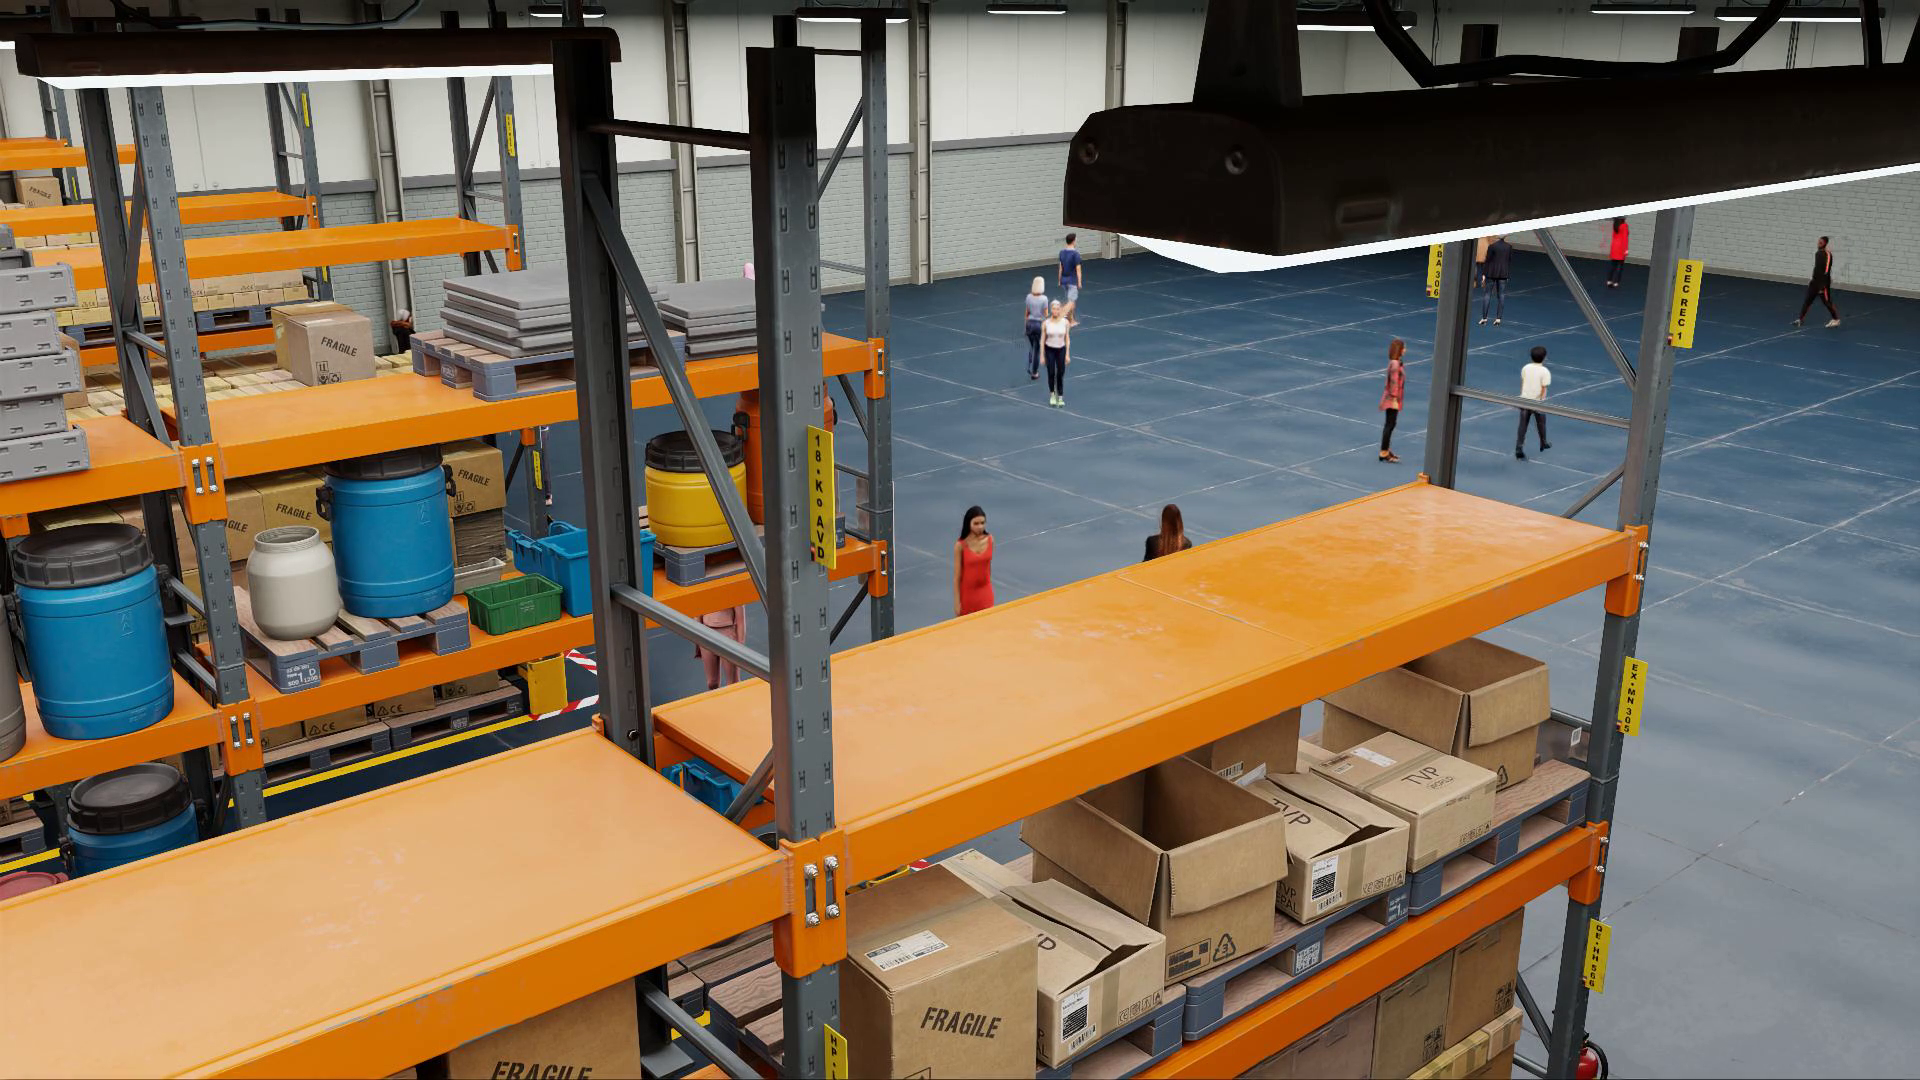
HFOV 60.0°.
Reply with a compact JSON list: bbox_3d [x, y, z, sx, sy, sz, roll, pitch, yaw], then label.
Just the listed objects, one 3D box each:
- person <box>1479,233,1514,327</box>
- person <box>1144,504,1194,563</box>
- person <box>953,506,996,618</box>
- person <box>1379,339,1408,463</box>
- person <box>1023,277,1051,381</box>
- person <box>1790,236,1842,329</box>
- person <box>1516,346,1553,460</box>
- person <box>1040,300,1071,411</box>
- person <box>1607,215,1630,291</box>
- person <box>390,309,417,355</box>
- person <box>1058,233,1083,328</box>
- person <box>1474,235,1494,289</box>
[{"bbox_3d":[9.451,-4.681,29.410,0.814,1.783,0.794,0,18,0],"label":"person"},{"bbox_3d":[1.882,0.547,15.301,1.102,1.668,1.176,2,18,6],"label":"person"},{"bbox_3d":[0.101,0.485,15.488,0.974,1.670,0.789,-9,20,-27],"label":"person"},{"bbox_3d":[5.929,-1.924,22.835,0.758,1.700,0.663,5,19,14],"label":"person"},{"bbox_3d":[1.228,-3.504,27.672,0.680,1.710,0.666,10,21,29],"label":"person"},{"bbox_3d":[16.615,-4.915,31.921,1.313,1.763,1.098,-1,18,-3],"label":"person"},{"bbox_3d":[7.837,-1.857,22.868,0.945,1.554,0.595,-15,23,-38],"label":"person"},{"bbox_3d":[1.469,-2.883,25.840,1.116,1.664,1.125,0,18,-1],"label":"person"},{"bbox_3d":[14.392,-6.359,36.380,0.721,1.748,0.704,-5,19,-16],"label":"person"},{"bbox_3d":[-8.426,-2.713,25.369,0.602,1.633,0.630,-13,22,-34],"label":"person"},{"bbox_3d":[2.054,-4.916,31.834,0.763,1.819,1.158,15,23,38],"label":"person"},{"bbox_3d":[11.466,-6.425,36.615,0.749,1.727,0.828,-1,18,-2],"label":"person"}]
